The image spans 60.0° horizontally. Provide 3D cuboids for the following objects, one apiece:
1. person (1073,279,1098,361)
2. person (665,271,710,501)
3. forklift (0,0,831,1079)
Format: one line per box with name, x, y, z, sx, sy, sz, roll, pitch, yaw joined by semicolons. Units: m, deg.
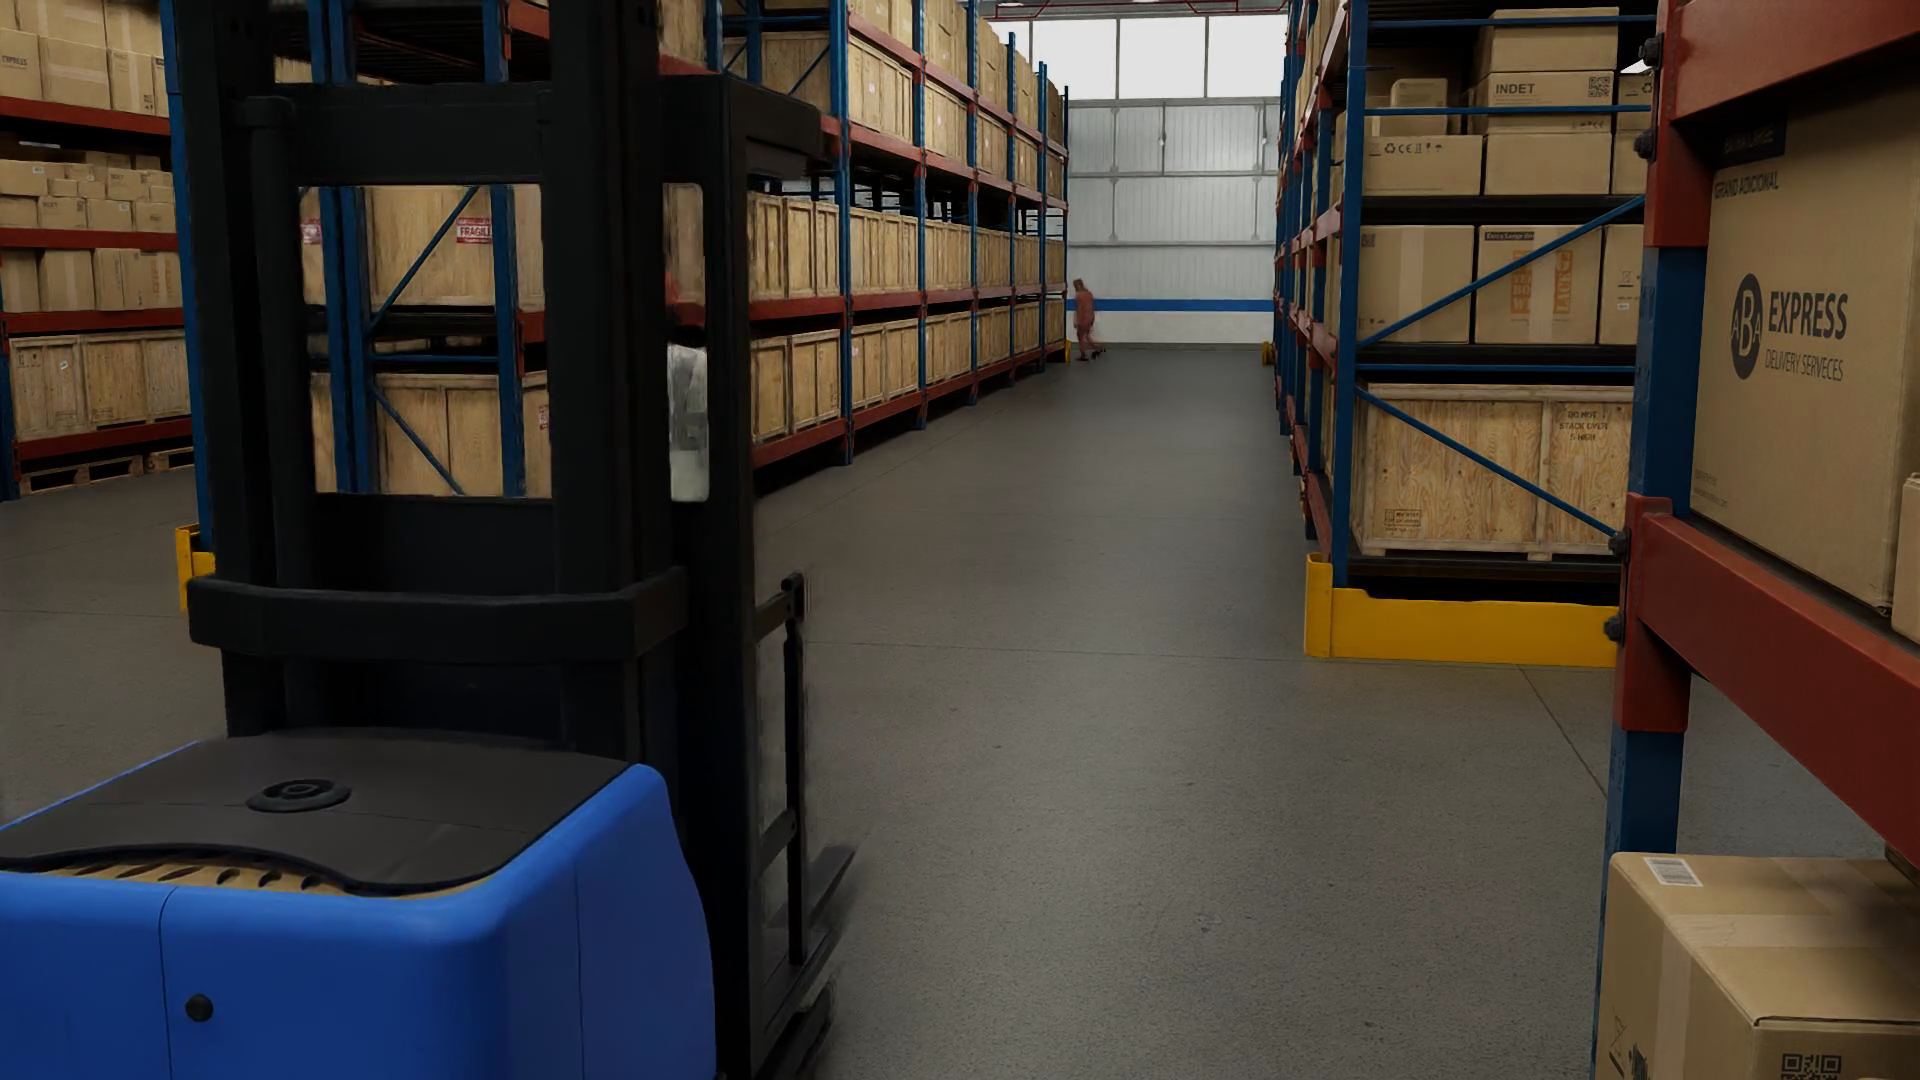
person;2.800;-4.974;37.663;0.458;1.873;0.720;6;11;33
person;-1.398;-0.240;7.756;0.607;2.048;0.367;1;9;8
forklift;-1.044;0.057;3.334;1.129;2.768;1.873;2;9;10
